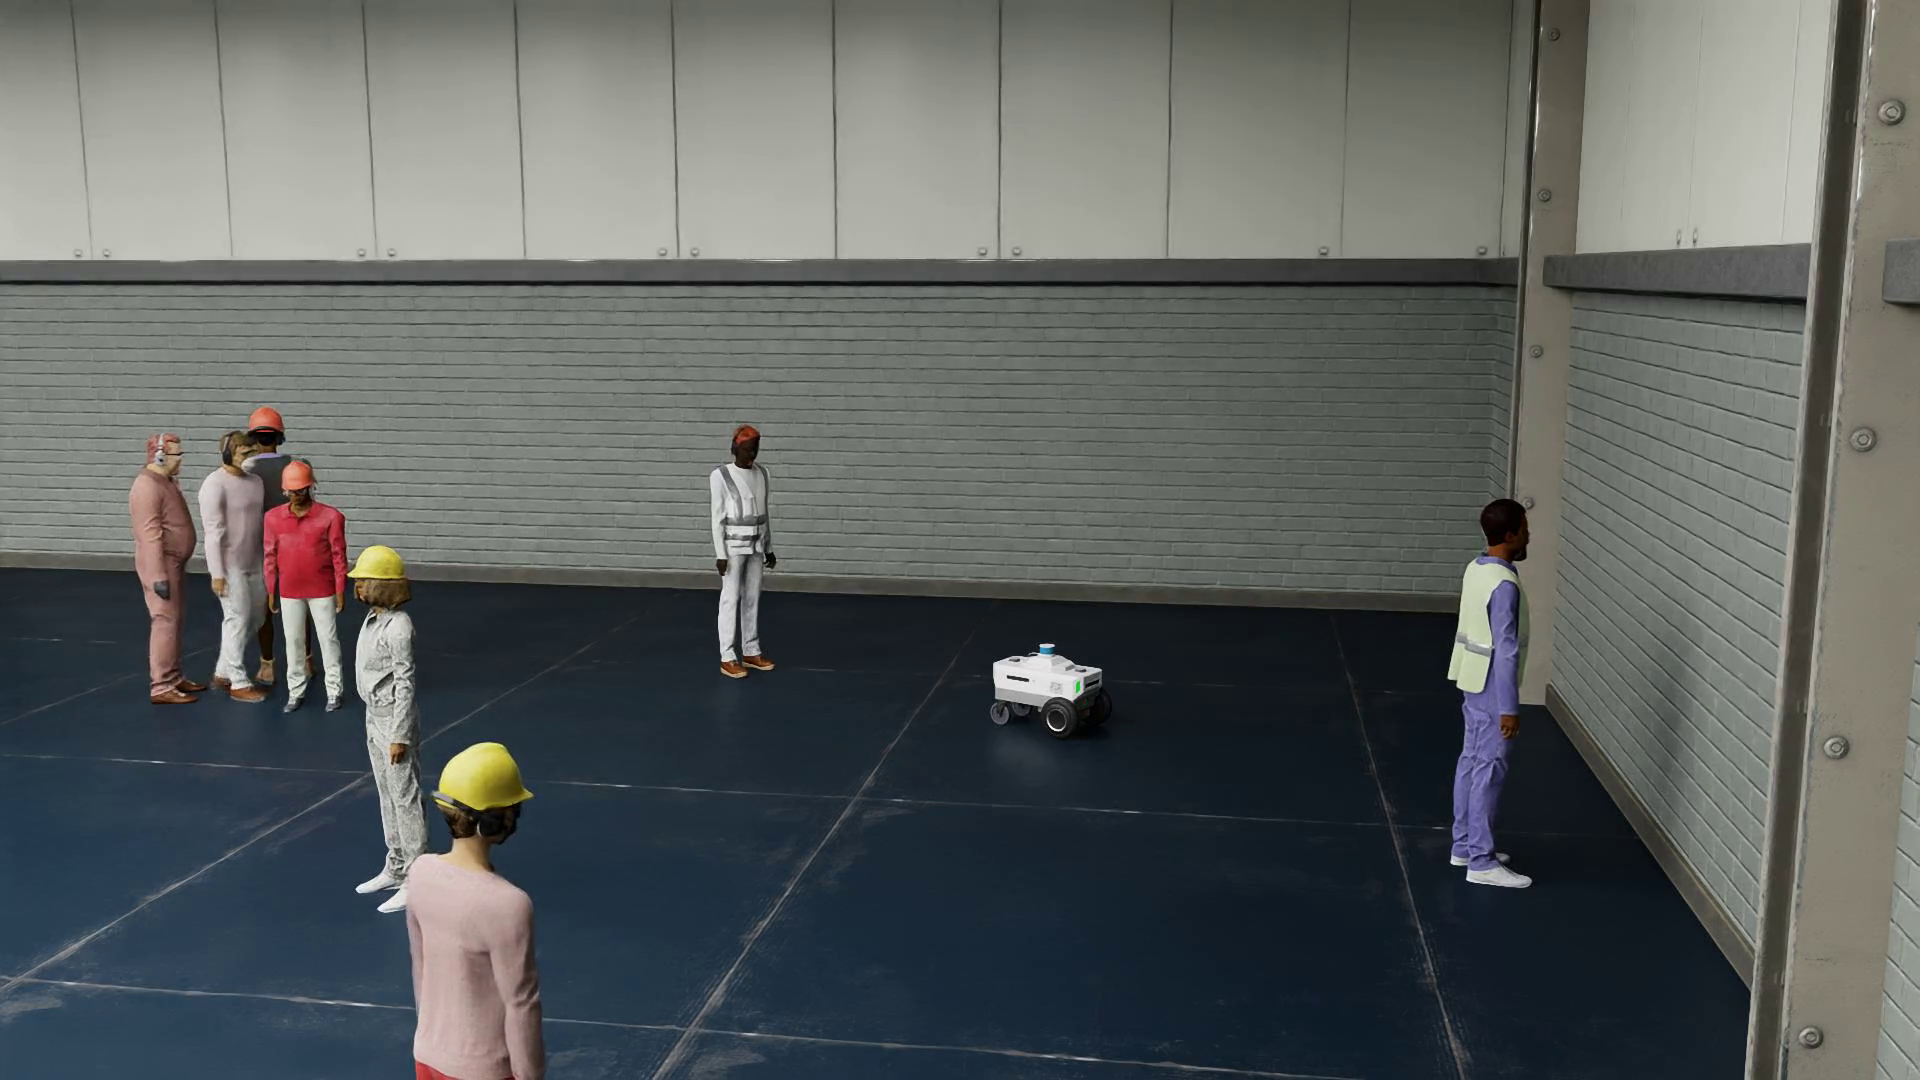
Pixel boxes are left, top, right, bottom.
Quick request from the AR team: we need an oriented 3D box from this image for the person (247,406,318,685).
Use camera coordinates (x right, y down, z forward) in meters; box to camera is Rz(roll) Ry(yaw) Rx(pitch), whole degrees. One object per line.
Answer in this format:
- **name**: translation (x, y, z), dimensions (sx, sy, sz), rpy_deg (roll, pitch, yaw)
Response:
- **person**: translation (-5.038, 0.044, 12.216), dimensions (0.605, 2.045, 0.388), rpy_deg (-4, 10, -25)

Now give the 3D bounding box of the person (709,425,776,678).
- **person**: translation (-1.621, 0.075, 12.507), dimensions (0.355, 1.887, 0.573), rpy_deg (7, 12, 37)

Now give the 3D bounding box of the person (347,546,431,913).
- **person**: translation (-2.732, 0.888, 7.930), dimensions (0.290, 1.746, 0.487), rpy_deg (-7, 11, -36)

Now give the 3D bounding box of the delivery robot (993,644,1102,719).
- **delivery robot**: translation (0.575, 0.932, 11.030), dimensions (0.707, 0.478, 0.477), rpy_deg (6, 11, 35)

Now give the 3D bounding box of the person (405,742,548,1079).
- **person**: translation (-1.312, 1.424, 4.592), dimensions (0.529, 1.760, 0.344), rpy_deg (7, 12, 38)

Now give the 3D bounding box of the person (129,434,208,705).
- **person**: translation (-5.574, 0.201, 11.703), dimensions (0.396, 1.899, 0.648), rpy_deg (-2, 10, -15)

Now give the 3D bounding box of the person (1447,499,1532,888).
- **person**: translation (2.638, 0.746, 8.260), dimensions (0.386, 1.921, 0.595), rpy_deg (0, 9, 1)

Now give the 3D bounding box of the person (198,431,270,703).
- **person**: translation (-5.115, 0.186, 11.727), dimensions (0.534, 1.927, 0.652), rpy_deg (2, 9, 13)

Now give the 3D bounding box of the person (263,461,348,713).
- **person**: translation (-4.489, 0.322, 11.412), dimensions (0.564, 1.746, 0.348), rpy_deg (-1, 9, -3)
